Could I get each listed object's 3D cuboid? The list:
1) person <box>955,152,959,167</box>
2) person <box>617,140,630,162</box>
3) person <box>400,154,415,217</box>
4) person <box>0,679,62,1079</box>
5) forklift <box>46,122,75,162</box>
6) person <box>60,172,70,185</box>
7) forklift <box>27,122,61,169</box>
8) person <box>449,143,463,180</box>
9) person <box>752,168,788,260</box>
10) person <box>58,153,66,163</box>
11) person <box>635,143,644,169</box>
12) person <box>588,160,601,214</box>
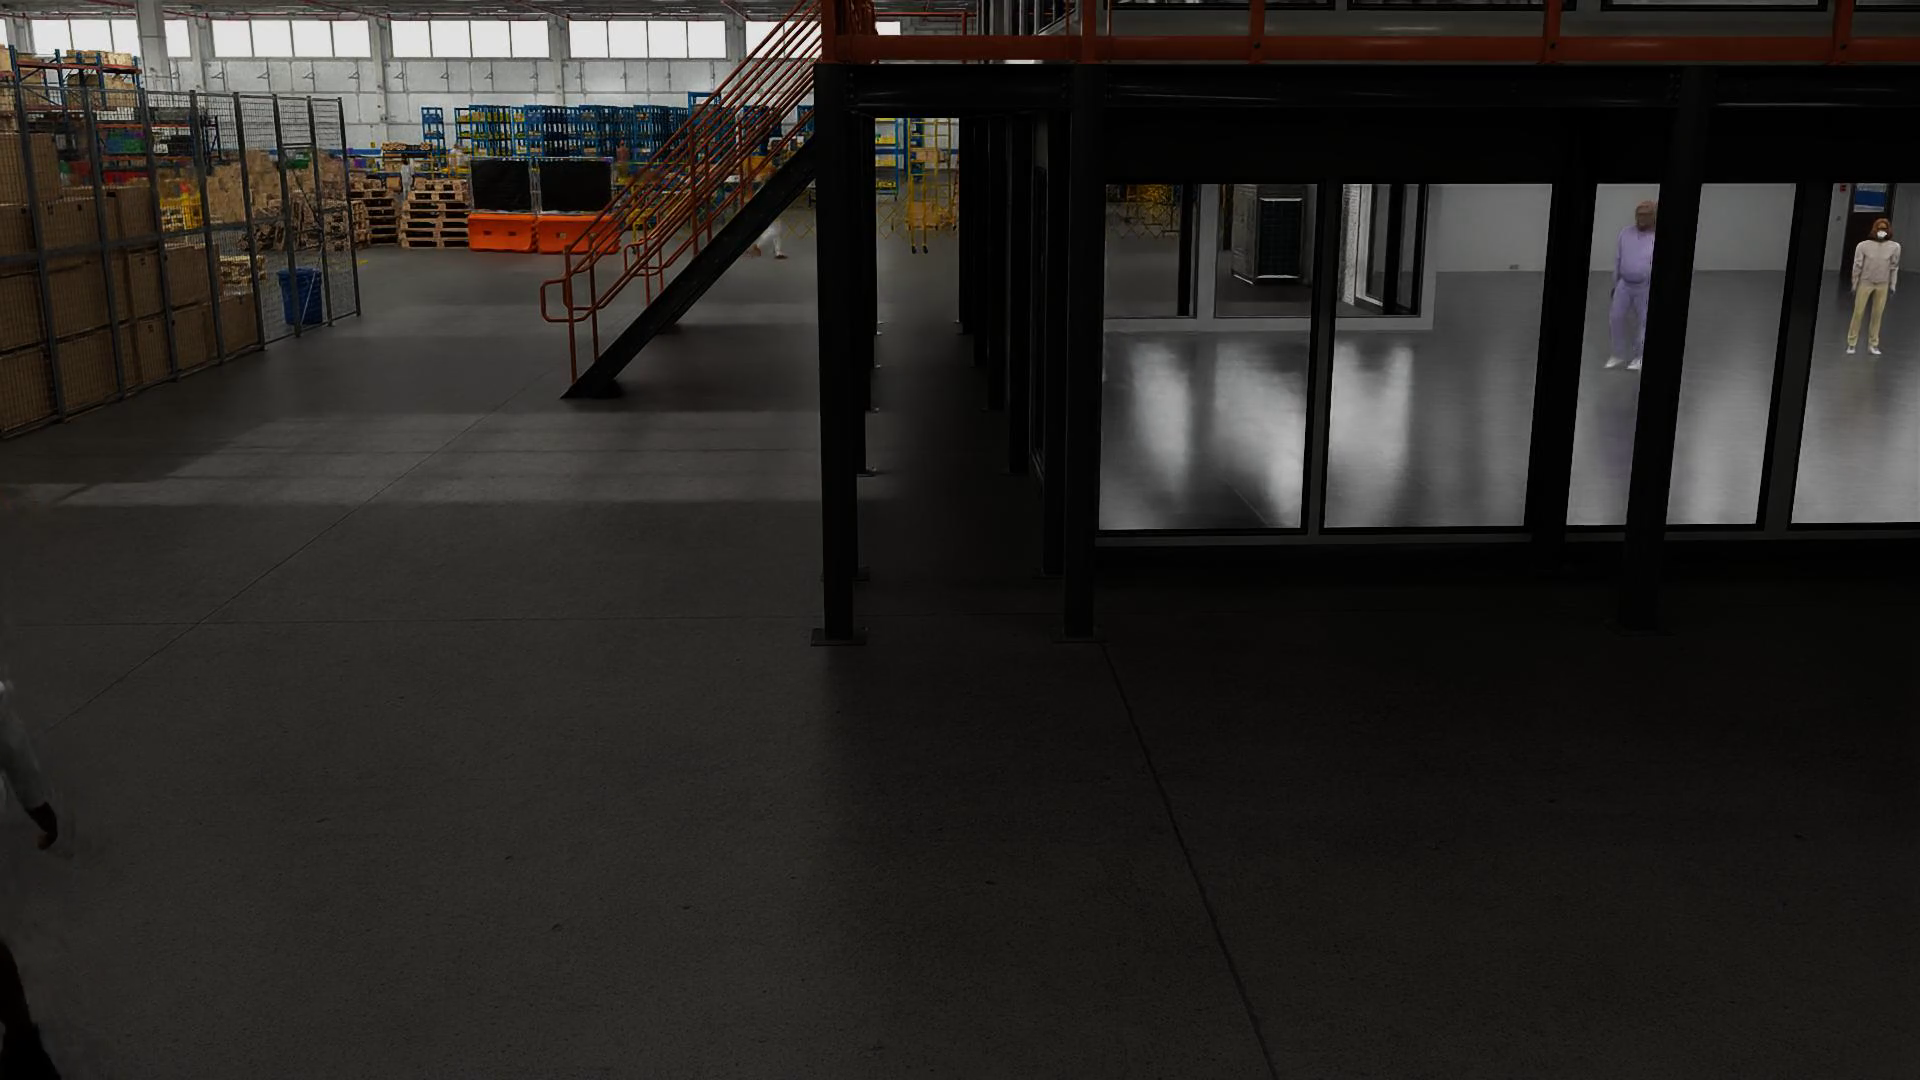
[{"bbox_3d":[0.006,-17.791,78.609,0.701,1.806,0.636,-12,19,-41],"label":"person"},{"bbox_3d":[-15.743,-17.670,77.752,0.622,1.994,0.381,-7,16,-26],"label":"person"},{"bbox_3d":[-16.401,-10.493,49.323,0.513,1.872,0.328,6,15,22],"label":"person"},{"bbox_3d":[-2.766,0.752,4.359,0.523,1.871,0.637,9,17,33],"label":"person"},{"bbox_3d":[-38.550,-16.515,71.340,1.129,2.768,1.873,-1,14,-3],"label":"forklift"},{"bbox_3d":[-20.482,-7.641,37.575,0.673,2.000,0.535,-1,14,-4],"label":"person"},{"bbox_3d":[-35.376,-14.773,64.377,1.129,2.768,1.873,-1,14,-2],"label":"forklift"},{"bbox_3d":[-23.265,-17.371,76.825,0.668,1.872,0.746,-7,16,-25],"label":"person"},{"bbox_3d":[-3.891,-6.681,34.090,0.626,1.870,0.582,3,14,11],"label":"person"},{"bbox_3d":[-36.406,-14.869,67.381,0.521,1.588,0.864,3,14,12],"label":"person"},{"bbox_3d":[-16.272,-19.226,84.389,0.674,1.800,0.630,-9,17,-33],"label":"person"},{"bbox_3d":[-10.137,-9.649,46.158,0.328,1.769,0.526,-4,15,-17],"label":"person"}]
